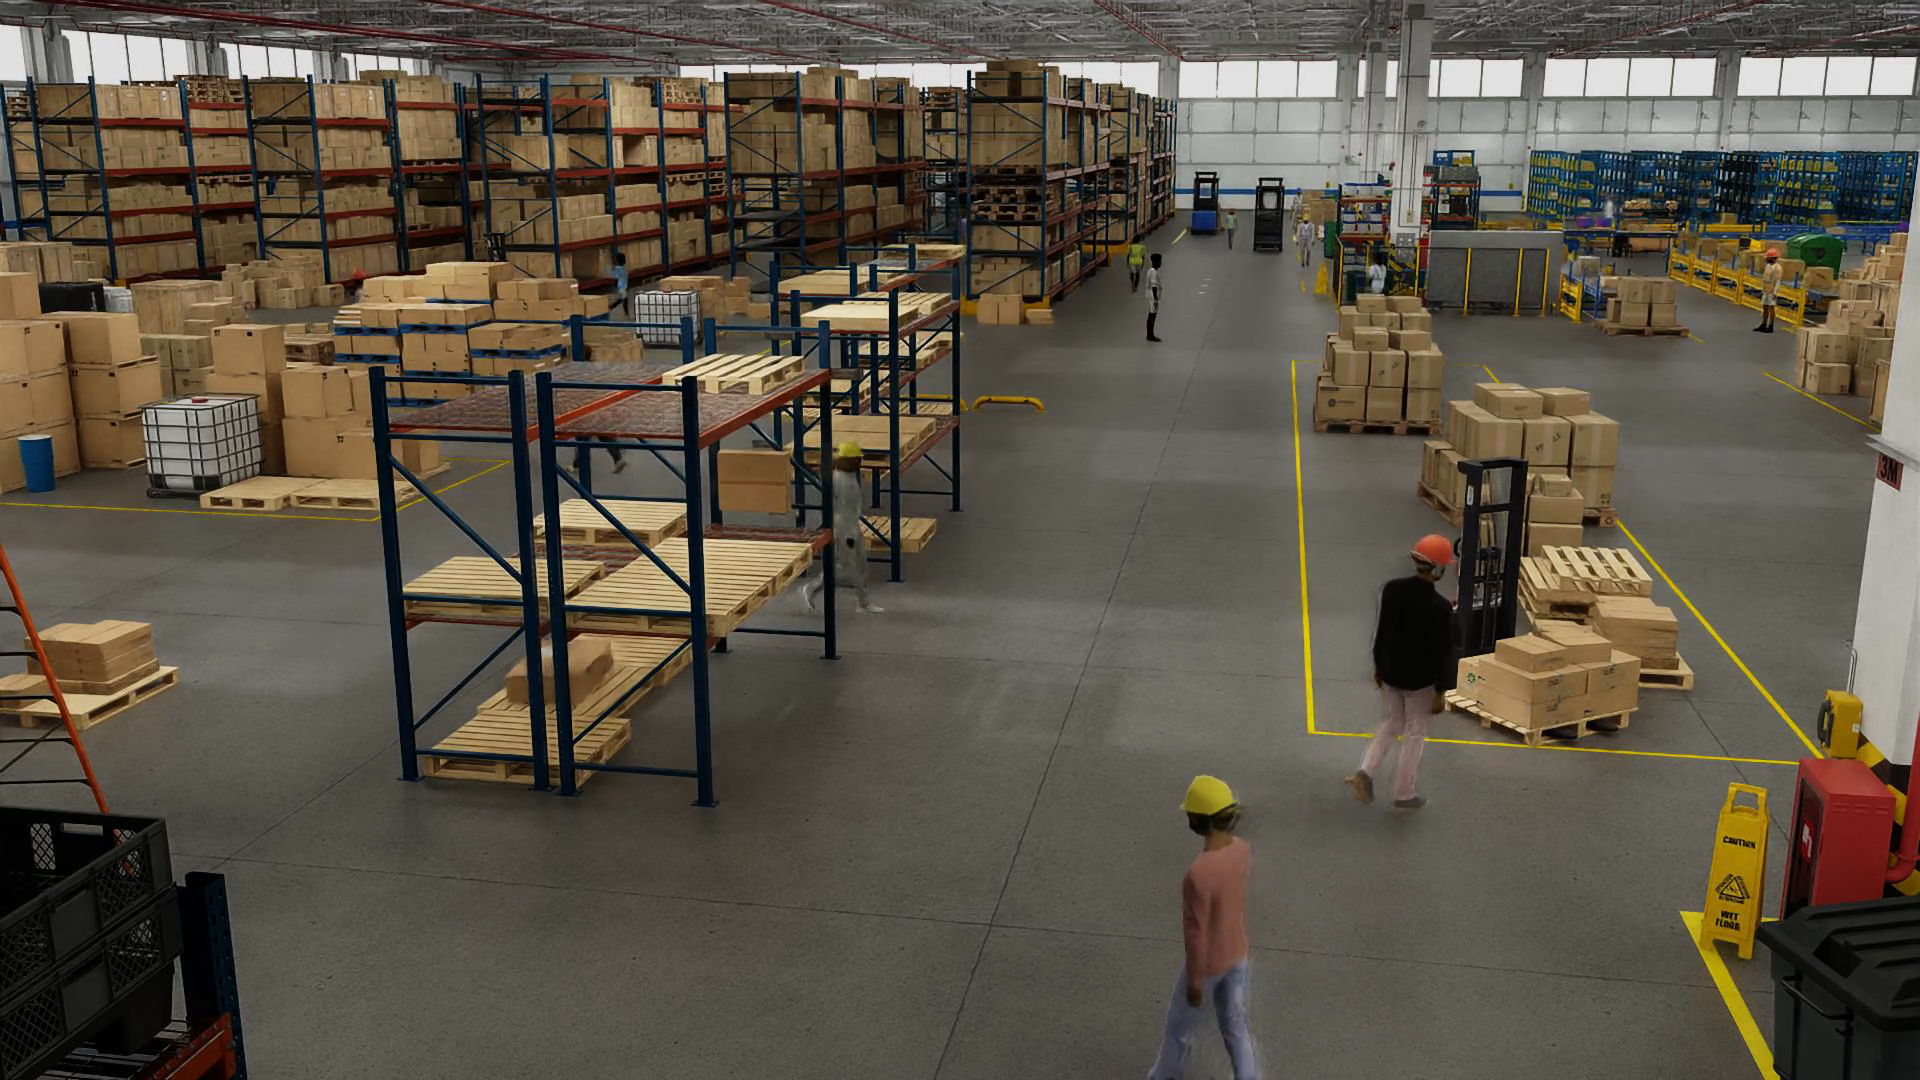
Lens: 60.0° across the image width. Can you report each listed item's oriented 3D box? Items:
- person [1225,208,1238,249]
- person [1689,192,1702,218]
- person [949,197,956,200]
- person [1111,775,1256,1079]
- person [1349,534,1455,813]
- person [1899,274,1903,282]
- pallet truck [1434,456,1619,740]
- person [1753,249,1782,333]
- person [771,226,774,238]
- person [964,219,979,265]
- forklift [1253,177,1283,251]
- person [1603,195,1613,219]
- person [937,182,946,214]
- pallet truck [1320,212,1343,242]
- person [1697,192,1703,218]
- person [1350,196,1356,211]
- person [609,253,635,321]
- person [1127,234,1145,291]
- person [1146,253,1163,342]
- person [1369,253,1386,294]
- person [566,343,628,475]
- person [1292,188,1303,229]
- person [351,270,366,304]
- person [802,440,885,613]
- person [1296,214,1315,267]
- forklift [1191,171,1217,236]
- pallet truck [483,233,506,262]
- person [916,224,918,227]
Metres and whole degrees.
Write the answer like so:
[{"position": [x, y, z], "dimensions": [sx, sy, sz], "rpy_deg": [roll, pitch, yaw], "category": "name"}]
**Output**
[{"position": [10.758, -12.363, 66.005], "dimensions": [0.500, 1.610, 0.715], "rpy_deg": [6, 15, 22], "category": "person"}, {"position": [34.766, -15.667, 78.680], "dimensions": [0.611, 1.977, 0.448], "rpy_deg": [0, 14, 0], "category": "person"}, {"position": [-0.402, -16.698, 82.969], "dimensions": [0.546, 1.921, 0.432], "rpy_deg": [3, 14, 13], "category": "person"}, {"position": [1.110, 1.918, 7.763], "dimensions": [0.742, 1.729, 0.549], "rpy_deg": [11, 17, 37], "category": "person"}, {"position": [3.052, 0.927, 11.311], "dimensions": [0.561, 1.971, 0.650], "rpy_deg": [-8, 16, -29], "category": "person"}, {"position": [20.440, -5.081, 35.560], "dimensions": [0.692, 2.000, 0.535], "rpy_deg": [2, 14, 7], "category": "person"}, {"position": [4.504, 0.400, 13.395], "dimensions": [0.823, 1.965, 1.885], "rpy_deg": [-6, 15, -23], "category": "pallet truck"}, {"position": [18.786, -5.779, 38.619], "dimensions": [0.376, 1.933, 0.544], "rpy_deg": [-2, 14, -7], "category": "person"}, {"position": [-6.042, -10.042, 56.071], "dimensions": [0.643, 1.869, 0.874], "rpy_deg": [6, 15, 22], "category": "person"}, {"position": [0.463, -10.509, 57.861], "dimensions": [0.651, 1.908, 0.813], "rpy_deg": [-13, 19, -41], "category": "person"}, {"position": [12.083, -12.747, 64.956], "dimensions": [1.129, 2.768, 1.873], "rpy_deg": [3, 14, 10], "category": "forklift"}, {"position": [28.436, -14.219, 73.056], "dimensions": [1.017, 1.852, 0.670], "rpy_deg": [9, 17, 33], "category": "person"}, {"position": [-1.109, -19.196, 93.368], "dimensions": [0.740, 1.797, 0.608], "rpy_deg": [7, 15, 26], "category": "person"}, {"position": [15.874, -13.227, 70.310], "dimensions": [0.680, 1.201, 1.601], "rpy_deg": [10, 17, 35], "category": "pallet truck"}, {"position": [35.428, -15.908, 79.935], "dimensions": [0.563, 1.838, 0.390], "rpy_deg": [-5, 15, -19], "category": "person"}, {"position": [20.622, -17.741, 87.604], "dimensions": [0.514, 1.737, 0.366], "rpy_deg": [-5, 15, -20], "category": "person"}, {"position": [-8.431, -6.256, 41.109], "dimensions": [0.761, 1.672, 0.531], "rpy_deg": [3, 14, 11], "category": "person"}, {"position": [5.124, -8.056, 48.378], "dimensions": [0.535, 1.678, 0.540], "rpy_deg": [2, 14, 7], "category": "person"}, {"position": [4.311, -5.377, 36.914], "dimensions": [0.361, 1.964, 0.617], "rpy_deg": [0, 14, -1], "category": "person"}, {"position": [10.303, -6.293, 41.261], "dimensions": [0.537, 1.673, 0.763], "rpy_deg": [-10, 17, -35], "category": "person"}, {"position": [-4.981, -1.772, 22.621], "dimensions": [0.921, 1.813, 0.515], "rpy_deg": [7, 16, 27], "category": "person"}, {"position": [16.145, -15.866, 79.538], "dimensions": [0.607, 1.947, 0.406], "rpy_deg": [-7, 15, -26], "category": "person"}, {"position": [-11.969, -4.433, 33.234], "dimensions": [0.960, 1.888, 0.569], "rpy_deg": [1, 14, 4], "category": "person"}, {"position": [-1.128, -0.114, 16.043], "dimensions": [0.715, 1.722, 0.491], "rpy_deg": [1, 14, 5], "category": "person"}, {"position": [11.870, -10.289, 57.178], "dimensions": [0.631, 1.806, 0.721], "rpy_deg": [2, 14, 9], "category": "person"}, {"position": [10.953, -15.051, 74.312], "dimensions": [1.129, 2.768, 1.873], "rpy_deg": [3, 14, 10], "category": "forklift"}, {"position": [-11.832, -7.026, 43.548], "dimensions": [1.885, 1.965, 0.823], "rpy_deg": [8, 16, 28], "category": "pallet truck"}, {"position": [-1.907, -11.829, 63.371], "dimensions": [1.015, 1.849, 0.656], "rpy_deg": [11, 17, 37], "category": "person"}]
